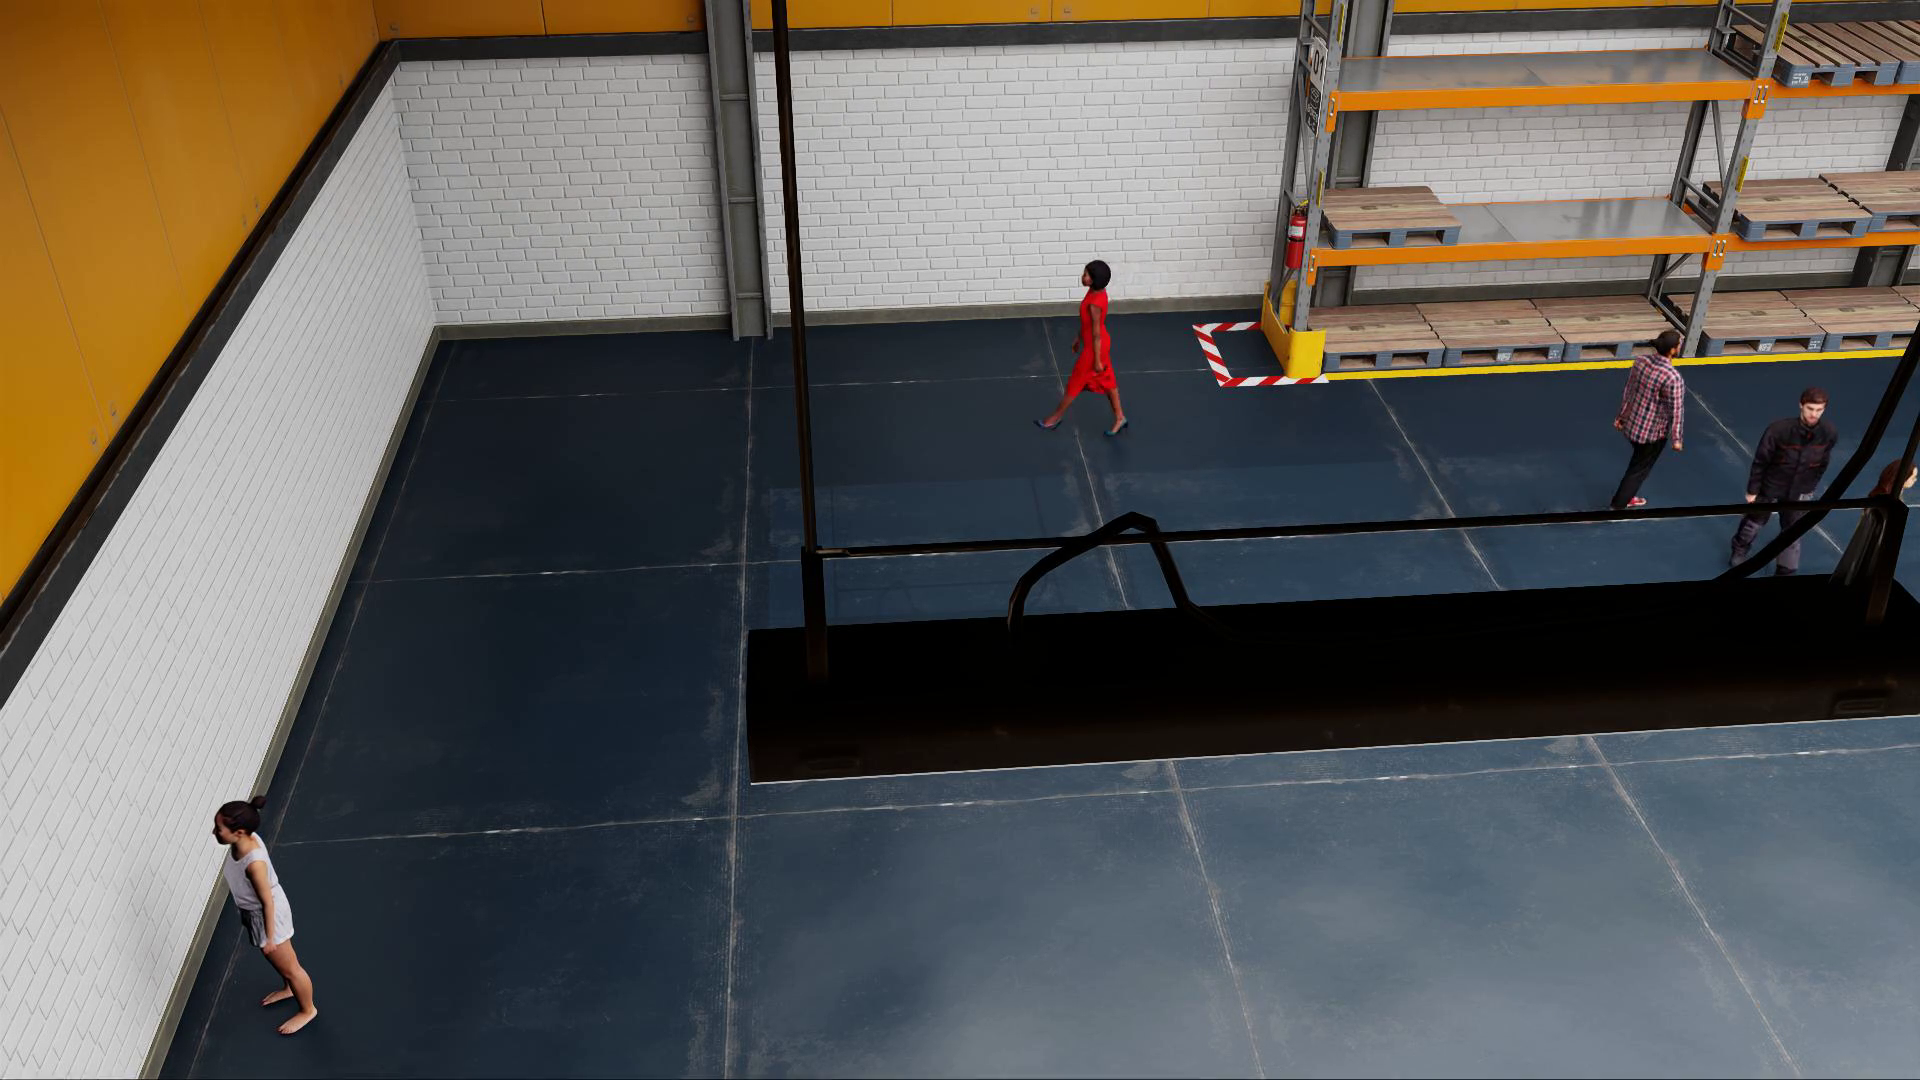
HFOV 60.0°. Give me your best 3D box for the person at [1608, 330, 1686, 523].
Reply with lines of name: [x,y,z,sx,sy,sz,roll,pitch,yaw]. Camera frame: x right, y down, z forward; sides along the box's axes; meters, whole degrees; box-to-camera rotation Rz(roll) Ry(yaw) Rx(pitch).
person: [5.570,-0.909,13.621,0.758,1.750,0.758,-8,35,-12]

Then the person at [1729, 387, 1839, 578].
person: [6.369,-0.432,12.880,1.127,1.777,0.971,5,34,8]

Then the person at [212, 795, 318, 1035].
person: [-3.871,2.070,9.270,0.696,1.605,0.660,-23,40,-30]

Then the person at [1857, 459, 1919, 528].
person: [6.838,0.039,12.443,0.641,1.476,0.654,12,35,17]

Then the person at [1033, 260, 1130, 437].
person: [1.288,-1.653,14.787,1.142,1.699,0.748,4,34,6]
